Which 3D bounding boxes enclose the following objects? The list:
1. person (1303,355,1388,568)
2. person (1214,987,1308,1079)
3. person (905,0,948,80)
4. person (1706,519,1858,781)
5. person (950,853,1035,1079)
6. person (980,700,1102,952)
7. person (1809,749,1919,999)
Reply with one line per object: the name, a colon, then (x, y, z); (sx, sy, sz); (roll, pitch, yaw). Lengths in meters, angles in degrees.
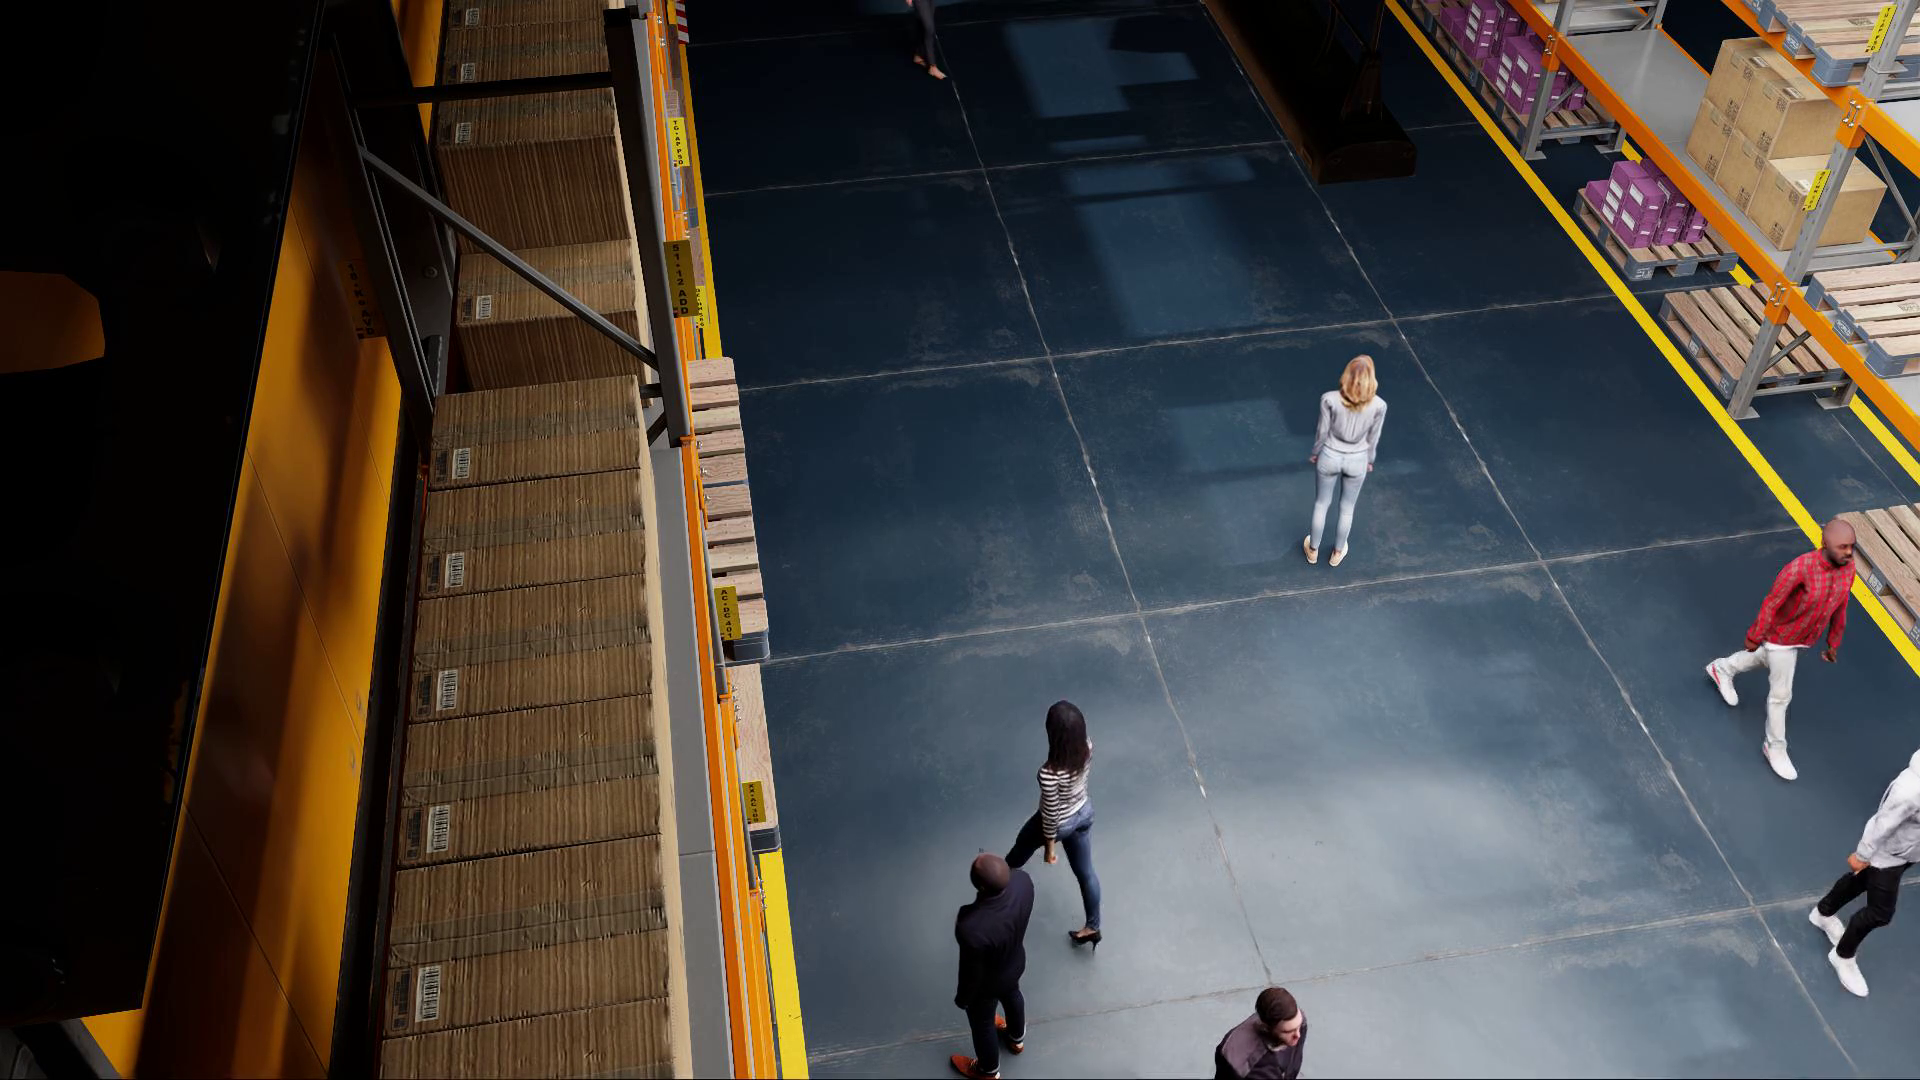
person: (2.640, -0.540, 11.480); (0.656, 1.796, 0.635); (9, 44, 9)
person: (1.336, 2.678, 8.082); (0.974, 1.825, 1.182); (-26, 50, -25)
person: (-0.426, -5.604, 16.826); (0.944, 1.755, 0.873); (30, 51, 28)
person: (5.141, 0.515, 10.381); (0.766, 1.786, 1.216); (-11, 45, -12)
person: (0.167, 2.207, 8.582); (0.832, 1.817, 0.781); (27, 50, 26)
person: (0.652, 1.639, 9.237); (1.206, 1.735, 1.079); (29, 51, 27)
person: (5.079, 1.603, 9.147); (0.790, 1.912, 0.884); (-18, 46, -18)
